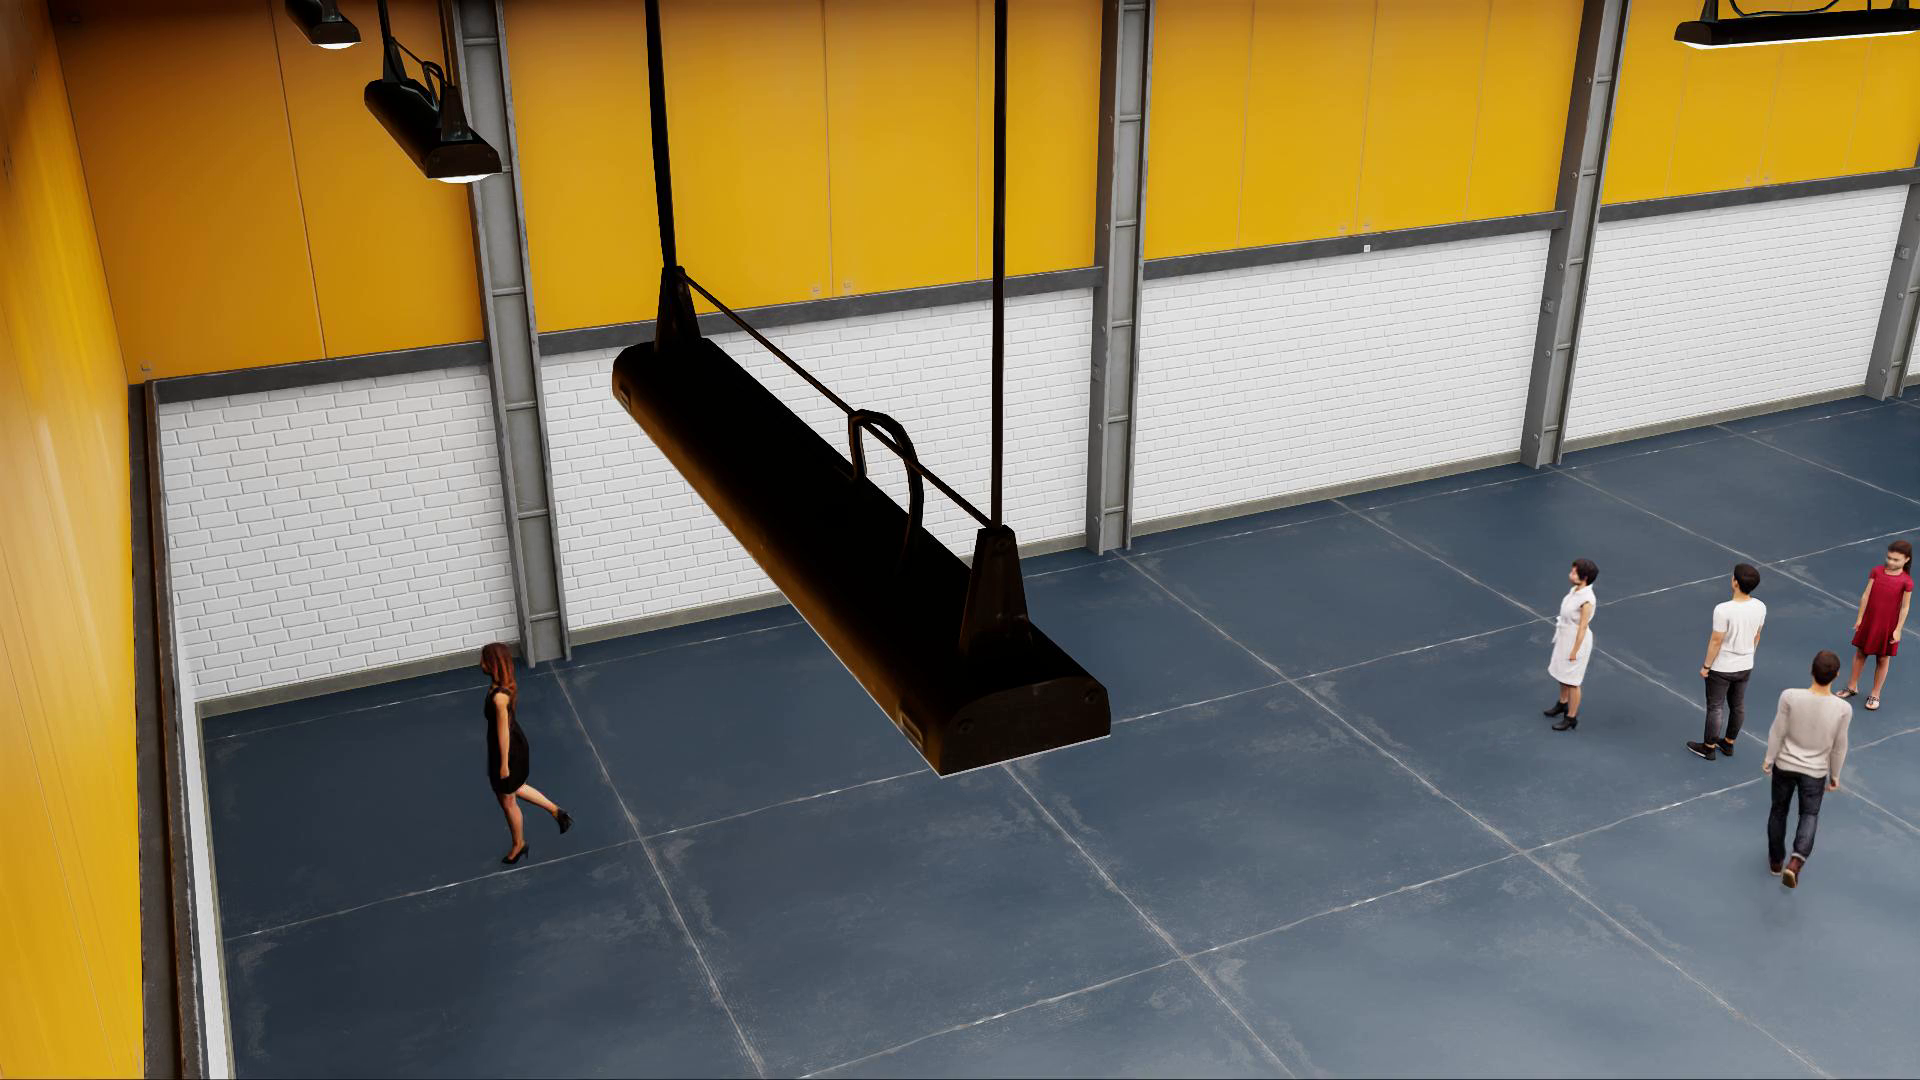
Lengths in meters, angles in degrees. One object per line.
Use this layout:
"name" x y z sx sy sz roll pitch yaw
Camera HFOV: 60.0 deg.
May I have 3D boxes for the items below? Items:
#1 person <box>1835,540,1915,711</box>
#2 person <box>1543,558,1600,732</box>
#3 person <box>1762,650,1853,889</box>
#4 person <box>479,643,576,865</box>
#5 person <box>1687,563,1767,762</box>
"person" 8.003 0.702 14.445 0.676 1.557 0.617 -19 30 -37
"person" 5.211 0.862 14.085 0.676 1.551 0.663 2 24 4
"person" 6.001 1.666 11.867 0.984 1.855 1.076 11 26 23
"person" -3.188 1.577 12.107 0.854 1.825 0.665 -5 24 -12
"person" 6.294 0.990 13.579 0.537 1.722 0.721 -6 24 -13
